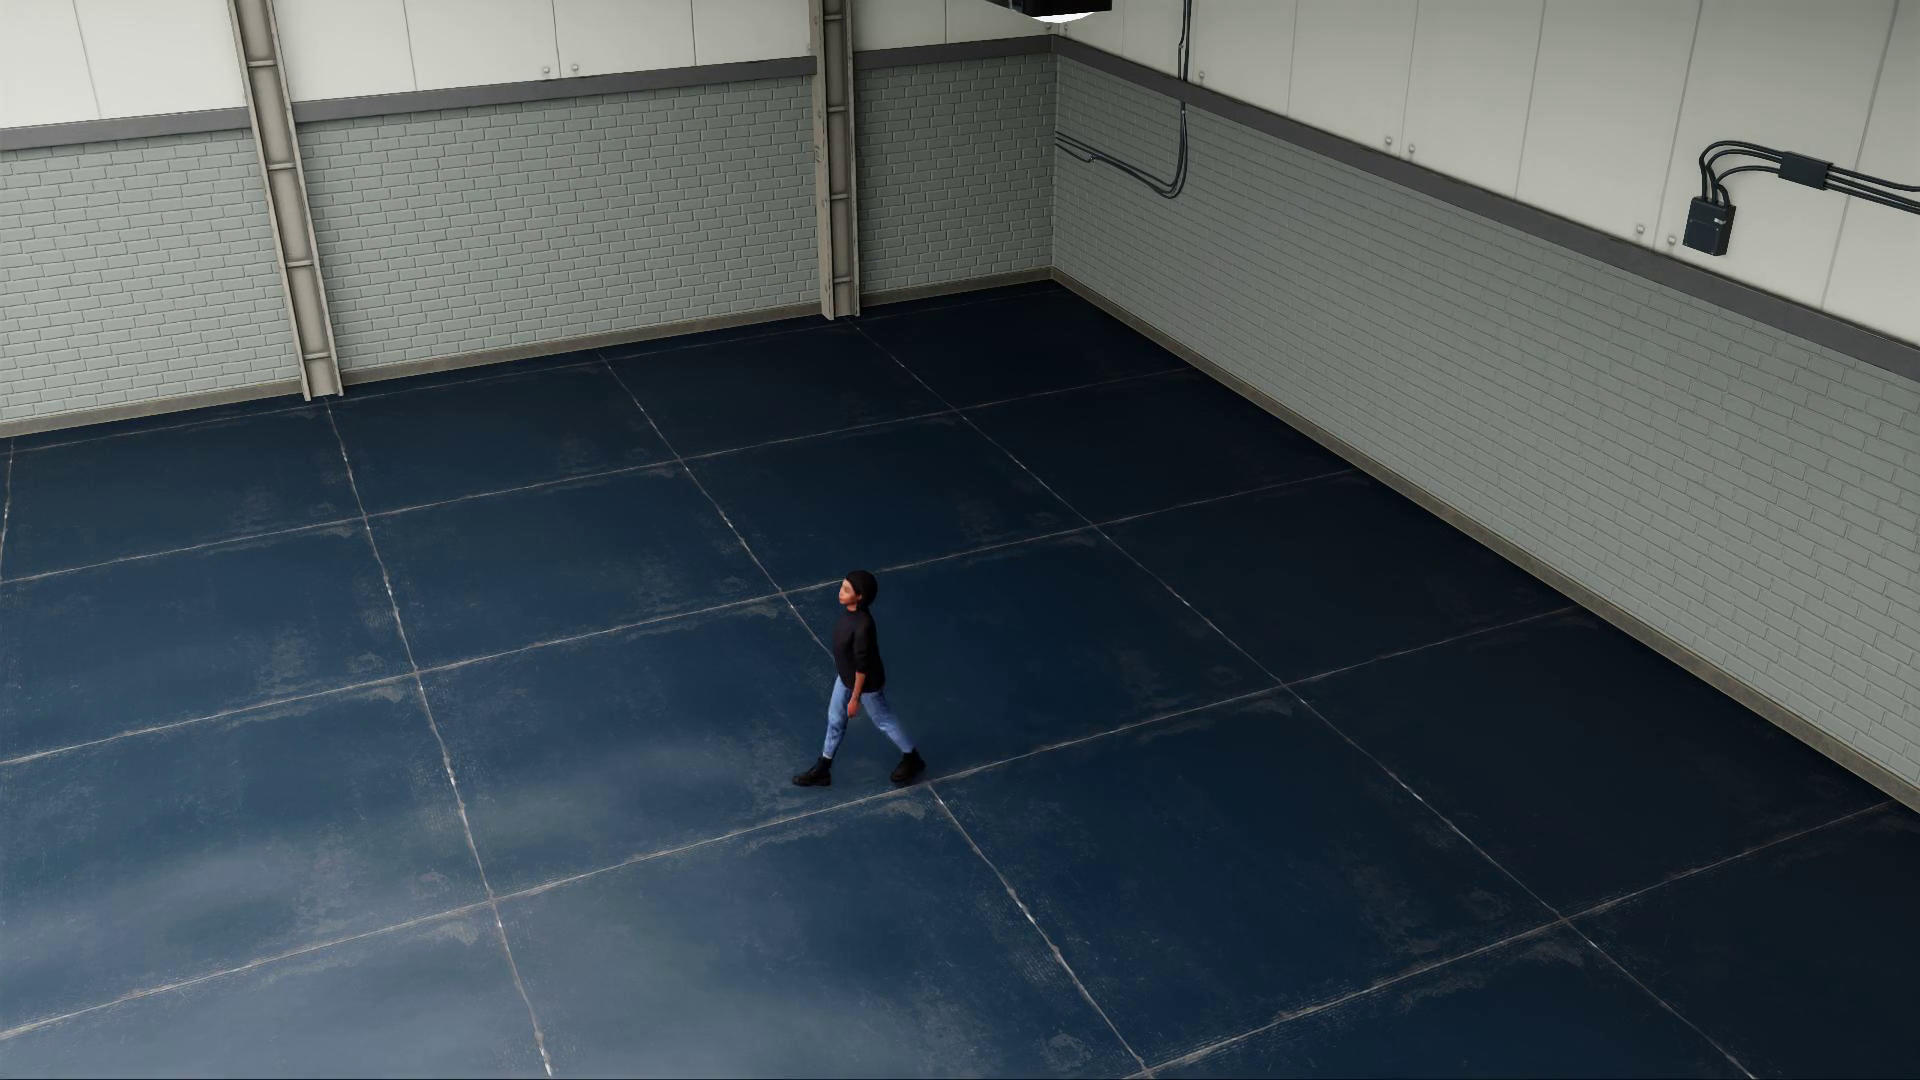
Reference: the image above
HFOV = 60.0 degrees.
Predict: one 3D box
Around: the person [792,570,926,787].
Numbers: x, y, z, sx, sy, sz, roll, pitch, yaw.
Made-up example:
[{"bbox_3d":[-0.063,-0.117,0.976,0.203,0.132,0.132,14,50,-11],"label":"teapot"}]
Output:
[{"bbox_3d":[-0.570,0.969,11.212,1.168,1.653,0.658,-9,29,-17],"label":"person"}]
